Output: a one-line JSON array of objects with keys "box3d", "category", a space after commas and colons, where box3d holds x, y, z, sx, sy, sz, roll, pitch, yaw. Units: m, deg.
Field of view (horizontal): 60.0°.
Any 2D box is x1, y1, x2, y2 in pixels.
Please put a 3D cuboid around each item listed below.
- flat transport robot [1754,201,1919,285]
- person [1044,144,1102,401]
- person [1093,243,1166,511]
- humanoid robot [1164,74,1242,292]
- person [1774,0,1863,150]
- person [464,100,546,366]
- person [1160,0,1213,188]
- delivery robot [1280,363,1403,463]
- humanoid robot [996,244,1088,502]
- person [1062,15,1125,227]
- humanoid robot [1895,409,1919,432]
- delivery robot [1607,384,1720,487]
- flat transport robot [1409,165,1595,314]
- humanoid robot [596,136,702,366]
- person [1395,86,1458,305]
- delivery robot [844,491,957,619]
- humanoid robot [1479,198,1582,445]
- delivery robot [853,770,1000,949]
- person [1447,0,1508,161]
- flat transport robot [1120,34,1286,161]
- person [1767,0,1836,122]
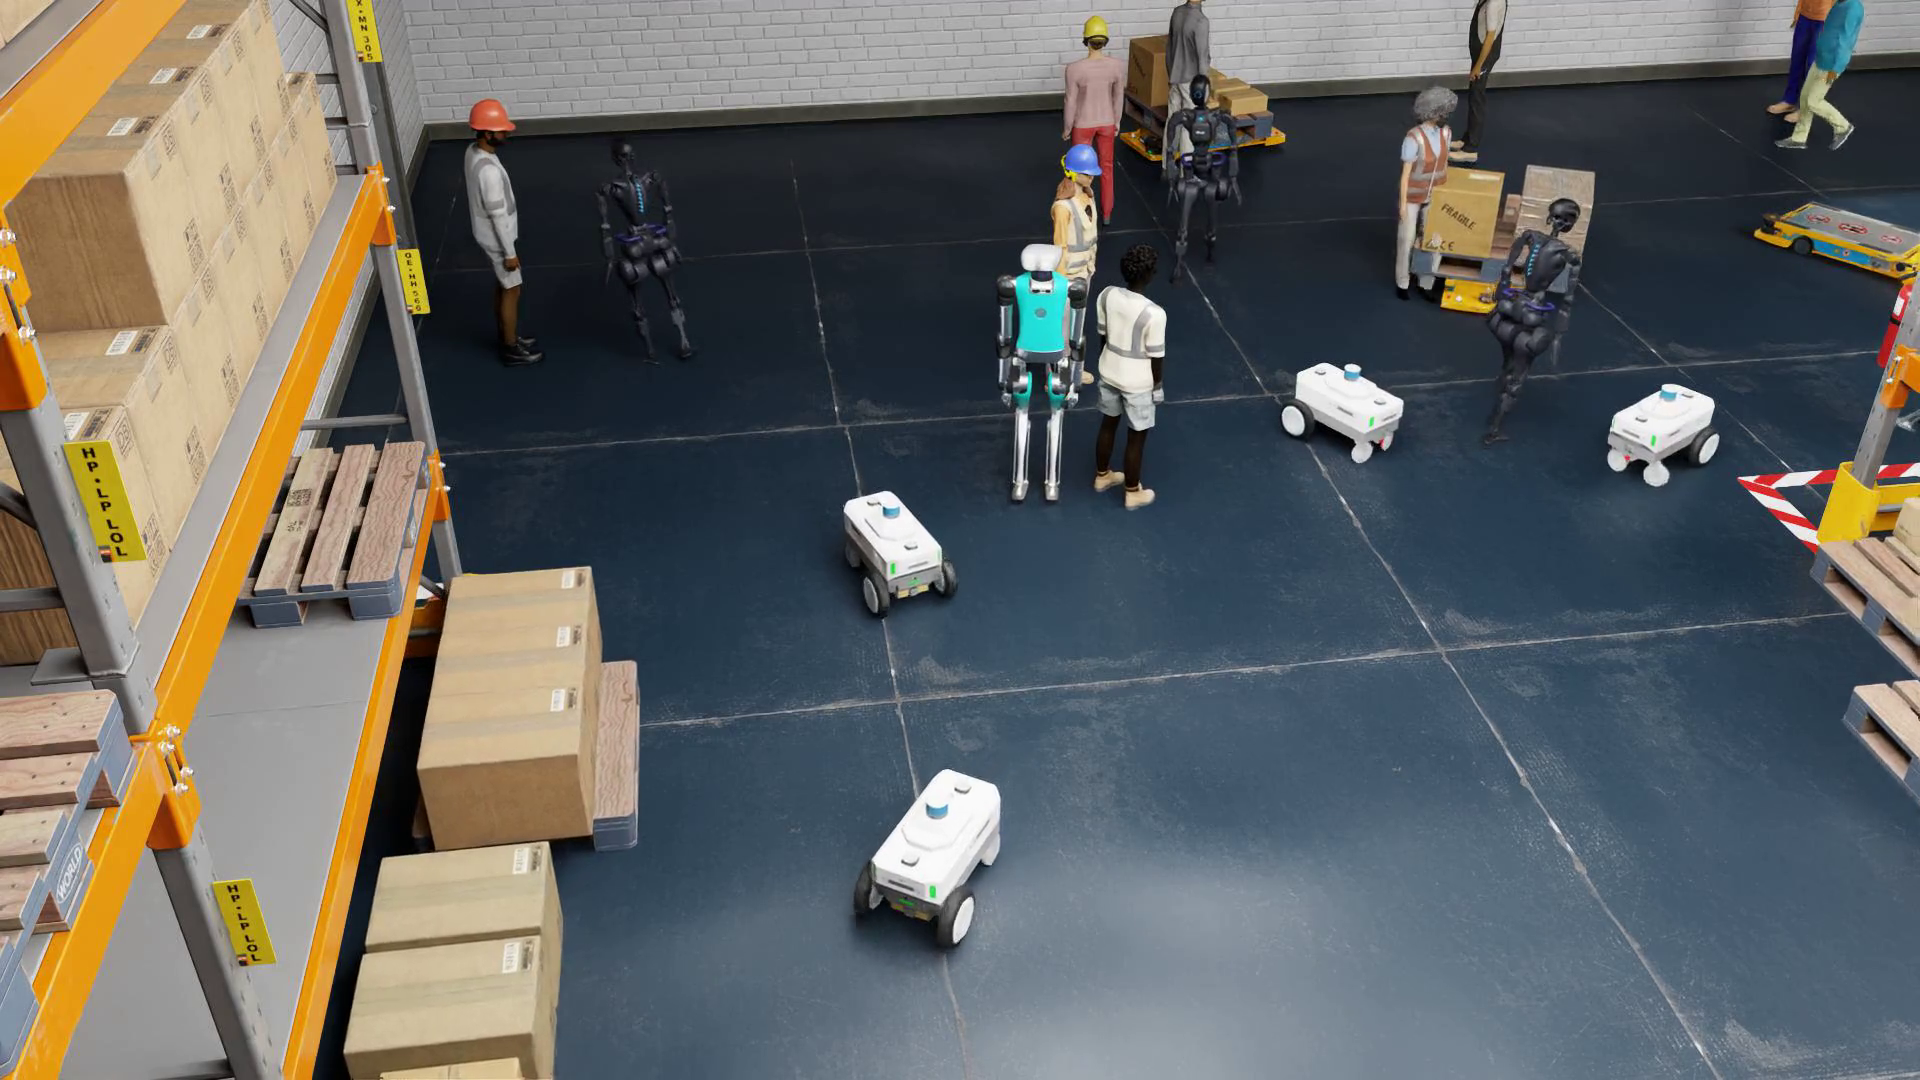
[{"box3d": [7.332, -2.416, 13.555, 0.659, 0.231, 1.431, -26, 41, -34], "category": "flat transport robot"}, {"box3d": [0.781, -1.817, 11.256, 0.322, 1.775, 0.479, 17, 37, 25], "category": "person"}, {"box3d": [1.027, -0.983, 10.058, 0.320, 1.691, 0.533, -24, 40, -32], "category": "person"}, {"box3d": [1.882, -2.777, 12.849, 0.619, 1.639, 0.604, 5, 33, 8], "category": "humanoid robot"}, {"box3d": [8.024, -4.416, 15.275, 0.519, 1.728, 0.569, 5, 33, 8], "category": "person"}, {"box3d": [-3.189, -2.125, 11.602, 0.385, 1.923, 0.547, -14, 36, -21], "category": "person"}, {"box3d": [1.981, -4.014, 14.514, 0.379, 1.896, 0.547, -18, 37, -25], "category": "person"}, {"box3d": [2.528, -0.876, 10.949, 0.524, 0.612, 0.784, -22, 39, -30], "category": "delivery robot"}, {"box3d": [0.492, -1.057, 10.056, 0.530, 1.713, 0.710, 3, 33, 4], "category": "humanoid robot"}, {"box3d": [1.092, -3.433, 13.744, 0.521, 1.768, 0.309, -9, 34, -13], "category": "person"}, {"box3d": [6.554, -1.316, 10.556, 0.542, 1.780, 0.928, -26, 41, -34], "category": "humanoid robot"}, {"box3d": [4.515, -0.723, 10.689, 0.755, 0.584, 0.511, -23, 40, -31], "category": "delivery robot"}, {"box3d": [4.207, -2.142, 13.135, 0.659, 0.231, 1.431, 11, 35, 16], "category": "flat transport robot"}, {"box3d": [-2.180, -1.989, 11.619, 0.607, 1.647, 0.461, -21, 39, -29], "category": "humanoid robot"}, {"box3d": [3.482, -2.550, 12.473, 0.509, 1.674, 0.500, -10, 34, -14], "category": "person"}, {"box3d": [-0.379, 0.056, 9.516, 0.499, 0.606, 0.805, -15, 36, -22], "category": "delivery robot"}, {"box3d": [3.665, -1.425, 10.759, 0.551, 1.628, 0.612, -20, 38, -28], "category": "humanoid robot"}, {"box3d": [-0.109, 1.405, 7.454, 0.499, 0.611, 0.815, 15, 36, 22], "category": "delivery robot"}, {"box3d": [4.719, -4.367, 15.106, 0.346, 1.842, 0.505, 9, 34, 14], "category": "person"}, {"box3d": [2.301, -3.860, 15.768, 1.431, 0.231, 0.659, -12, 35, -18], "category": "flat transport robot"}, {"box3d": [8.258, -5.057, 16.049, 0.401, 1.973, 0.517, -10, 34, -15], "category": "person"}]
